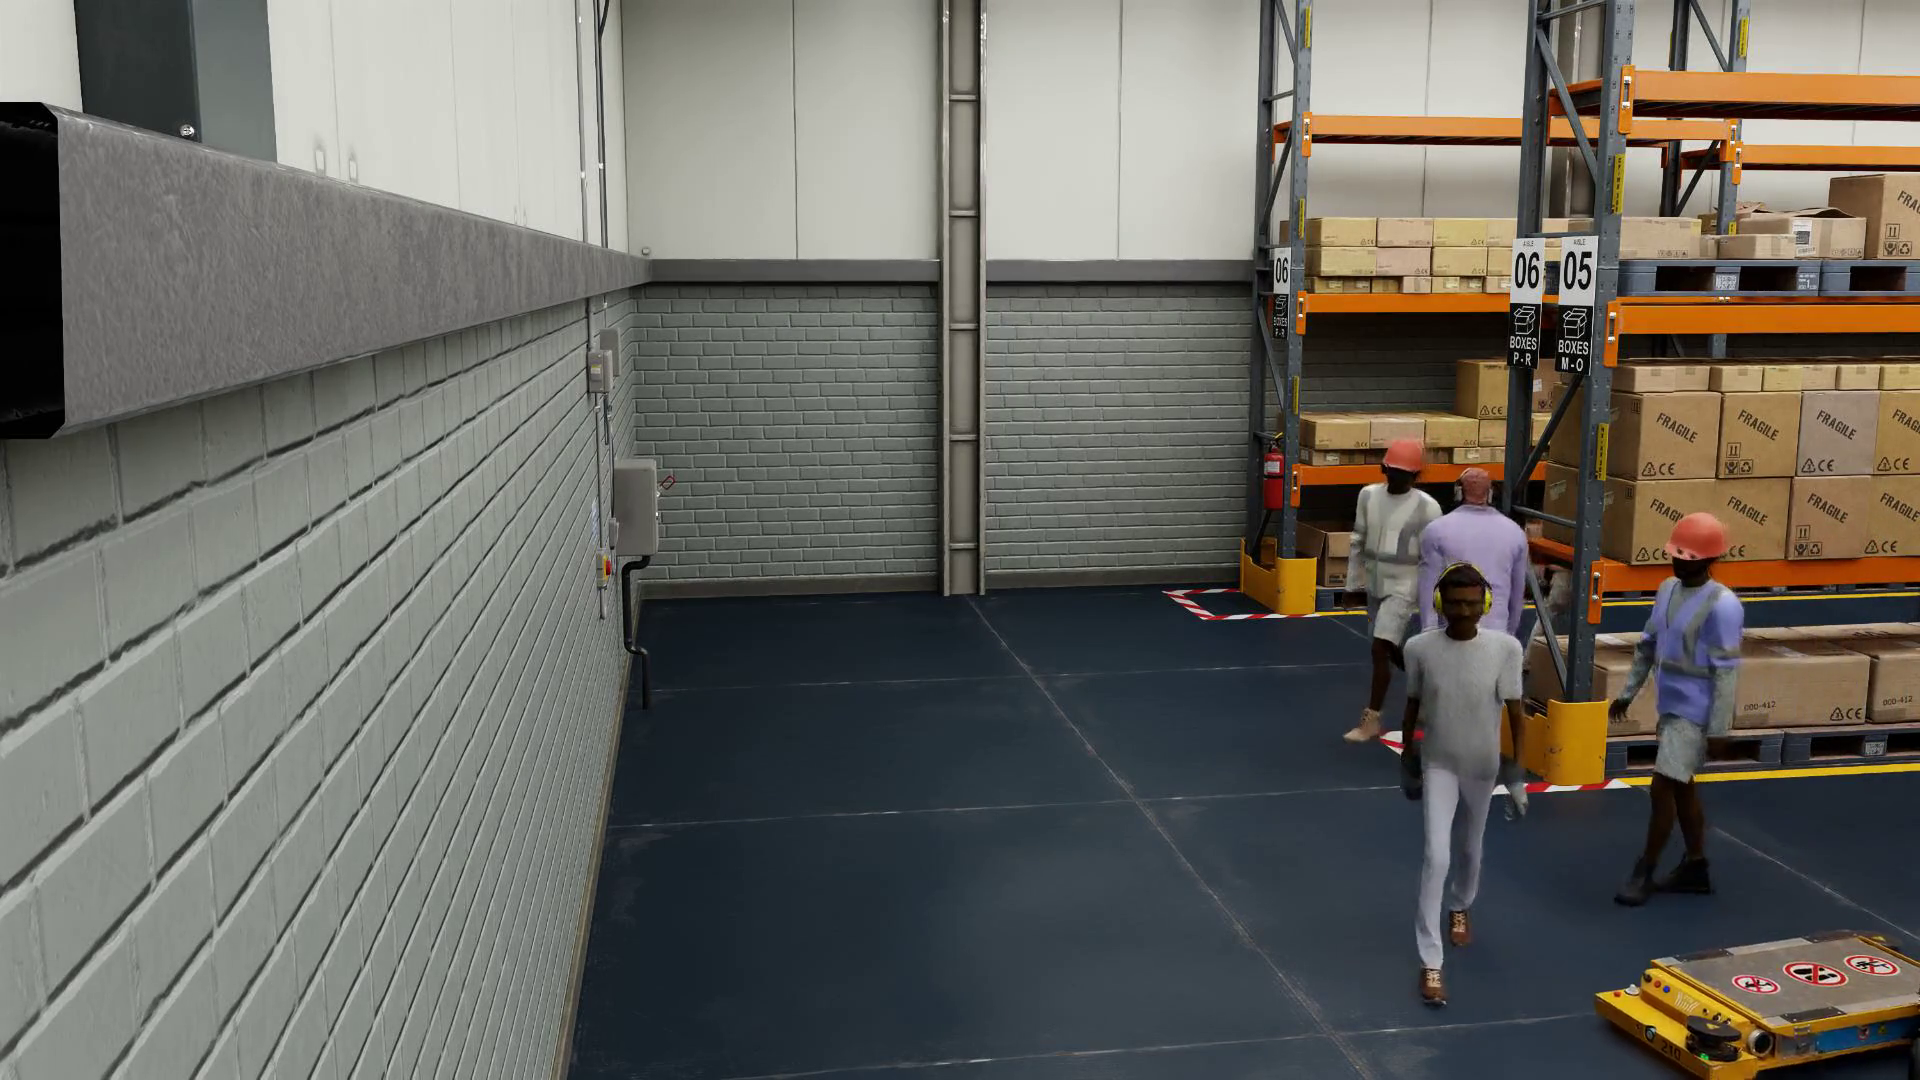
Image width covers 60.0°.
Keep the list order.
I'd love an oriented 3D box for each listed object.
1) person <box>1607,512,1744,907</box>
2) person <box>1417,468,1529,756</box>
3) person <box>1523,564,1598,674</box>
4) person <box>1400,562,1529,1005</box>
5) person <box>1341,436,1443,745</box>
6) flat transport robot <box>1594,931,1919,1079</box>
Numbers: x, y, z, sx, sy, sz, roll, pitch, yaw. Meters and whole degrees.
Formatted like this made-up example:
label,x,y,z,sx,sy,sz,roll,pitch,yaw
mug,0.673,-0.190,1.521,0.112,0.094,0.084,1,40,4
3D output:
label,x,y,z,sx,sy,sz,roll,pitch,yaw
person,3.415,0.798,7.976,0.563,1.907,0.653,-1,9,-5
person,3.038,0.500,9.979,0.657,1.854,0.894,0,9,0
person,4.619,0.228,12.472,0.899,1.587,0.515,-1,9,-5
person,2.155,0.979,7.166,0.506,1.824,0.971,2,9,11
person,2.868,0.298,10.787,0.911,2.008,0.630,-7,11,-35
flat transport robot,3.344,1.834,6.630,1.431,0.197,0.652,-3,10,-17
